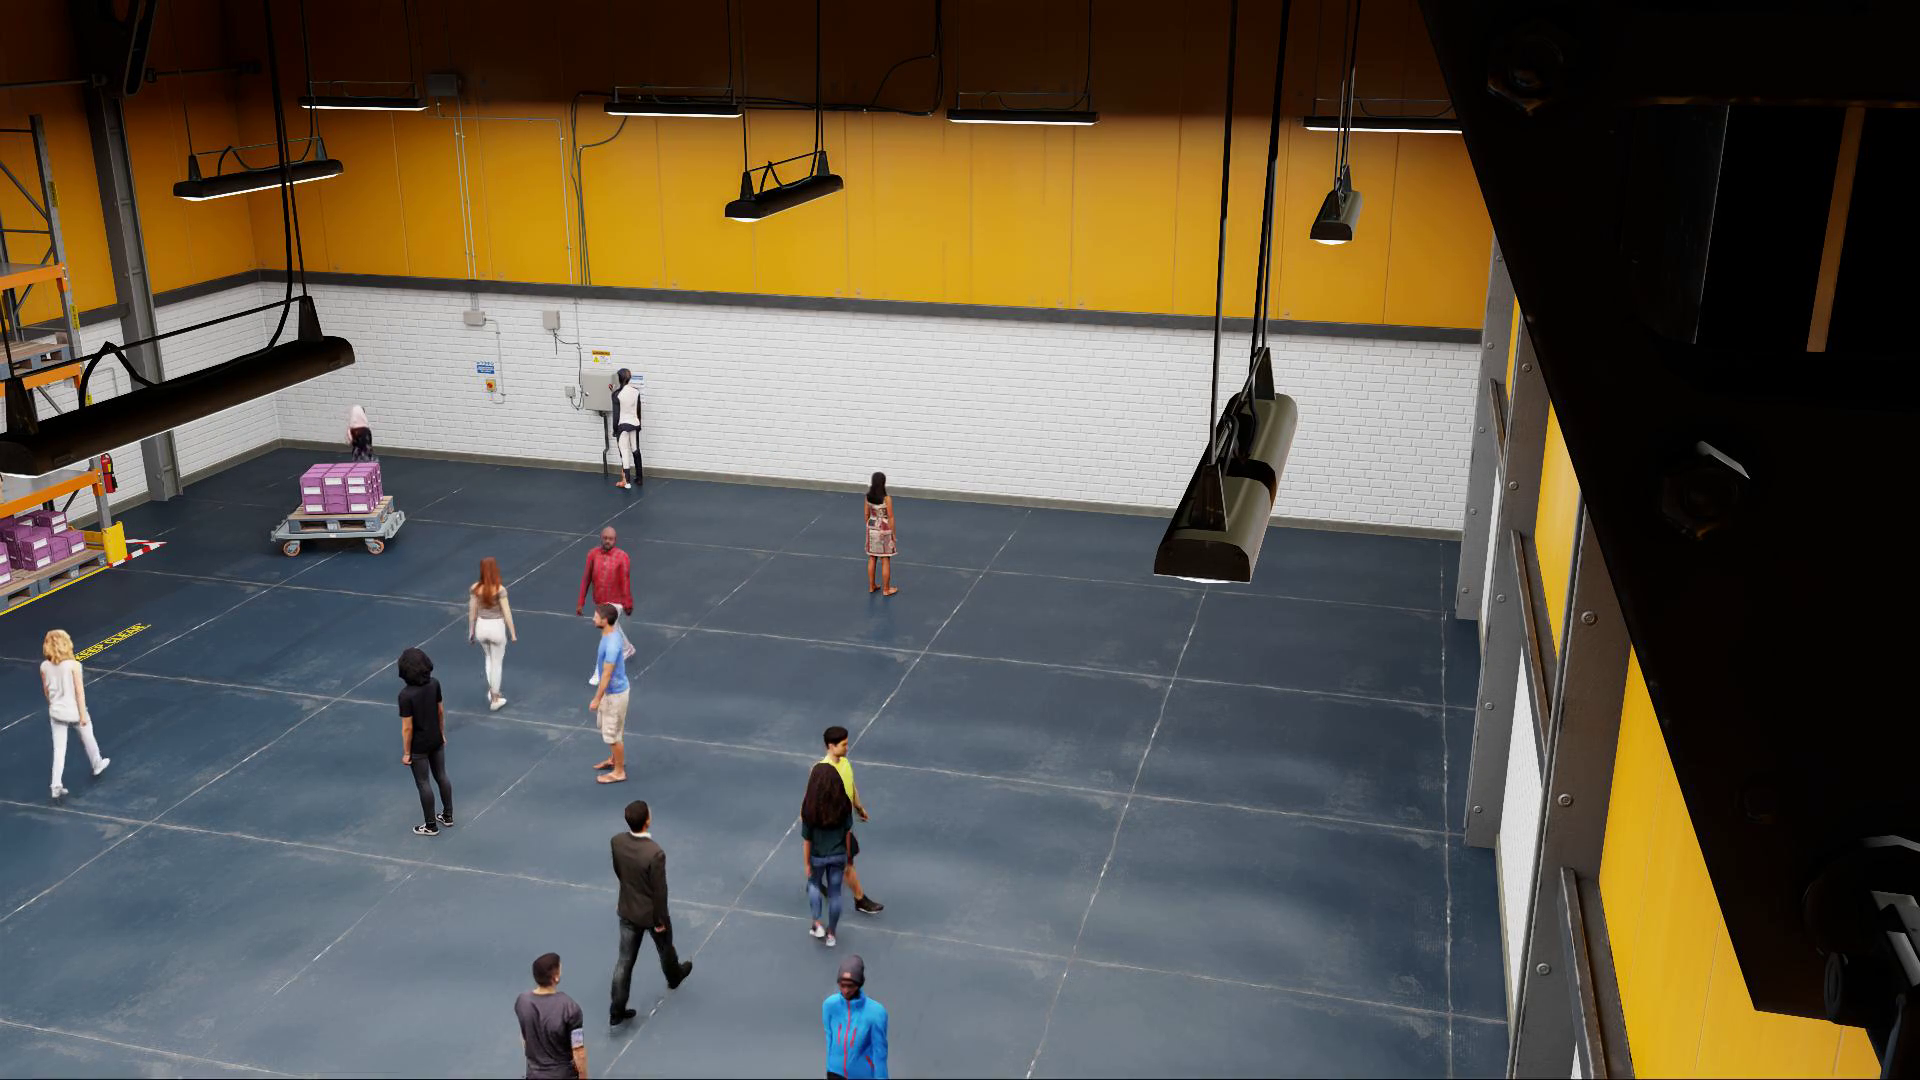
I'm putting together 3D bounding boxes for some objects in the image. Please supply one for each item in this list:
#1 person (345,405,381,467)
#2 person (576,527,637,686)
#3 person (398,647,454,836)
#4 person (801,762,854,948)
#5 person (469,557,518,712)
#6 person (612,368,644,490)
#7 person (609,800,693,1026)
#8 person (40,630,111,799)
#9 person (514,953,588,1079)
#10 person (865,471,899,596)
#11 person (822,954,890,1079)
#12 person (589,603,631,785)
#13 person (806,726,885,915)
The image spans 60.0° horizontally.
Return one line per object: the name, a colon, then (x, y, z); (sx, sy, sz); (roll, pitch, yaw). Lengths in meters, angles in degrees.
person: (-9.018, -1.215, 24.932); (0.829, 1.619, 1.011); (14, 23, 35)
person: (-3.982, 0.679, 19.064); (0.802, 1.776, 1.263); (8, 20, 22)
person: (-4.977, 1.859, 15.466); (0.746, 1.835, 0.571); (12, 22, 31)
person: (-1.066, 2.610, 13.595); (0.706, 1.606, 0.746); (-4, 19, -12)
person: (-5.136, 1.049, 18.071); (0.651, 1.707, 0.648); (3, 19, 9)
person: (-5.227, -1.767, 26.144); (0.716, 1.892, 0.838); (-17, 25, -42)
person: (-2.480, 2.848, 12.646); (0.808, 1.760, 1.211); (8, 20, 24)
person: (-8.748, 1.722, 16.199); (0.790, 1.628, 1.160); (0, 19, 0)
person: (-2.677, 3.493, 10.748); (0.657, 1.749, 0.980); (4, 19, 13)
person: (-1.046, -0.099, 21.579); (0.705, 1.645, 0.632); (11, 22, 30)
person: (-0.633, 3.455, 10.851); (0.608, 1.755, 1.145); (5, 19, 15)
person: (-3.392, 1.503, 16.485); (0.847, 1.859, 0.748); (-4, 19, -11)
person: (-1.117, 2.363, 14.220); (0.669, 1.676, 0.906); (5, 19, 14)
